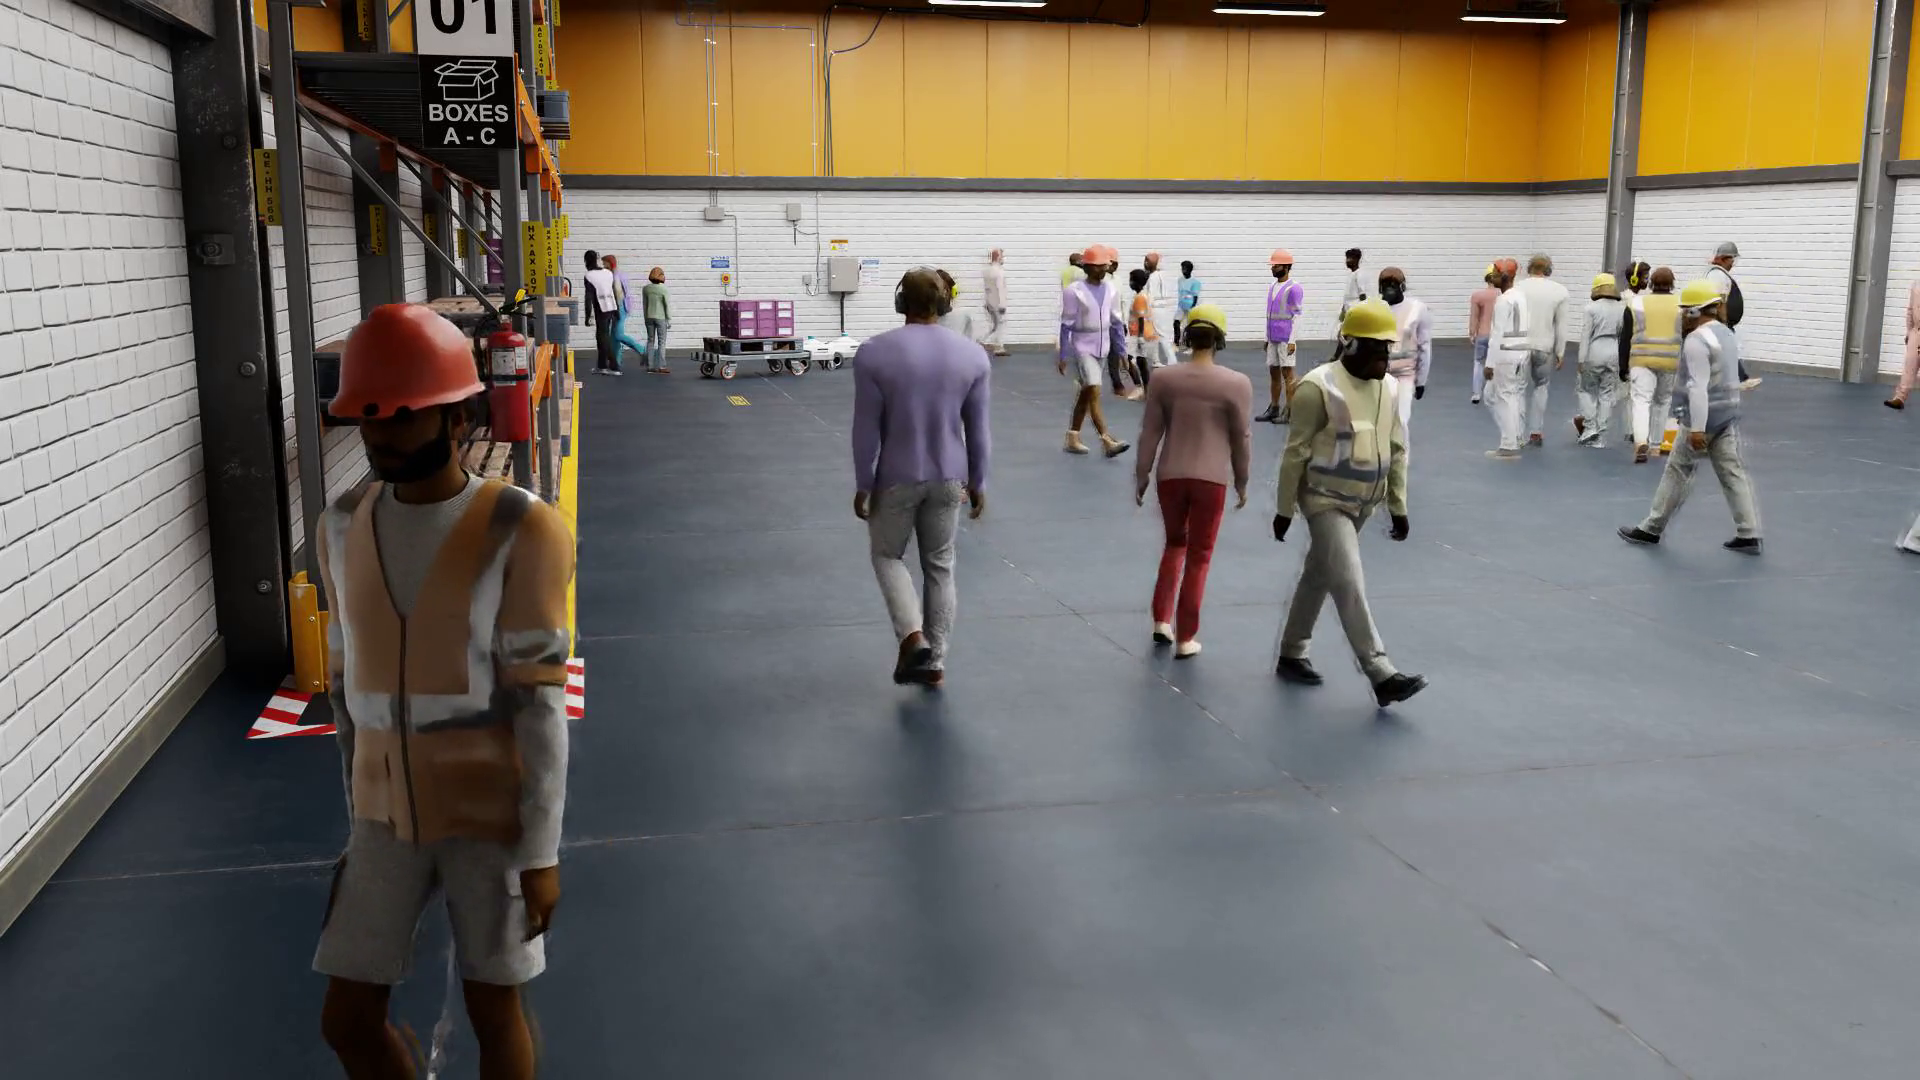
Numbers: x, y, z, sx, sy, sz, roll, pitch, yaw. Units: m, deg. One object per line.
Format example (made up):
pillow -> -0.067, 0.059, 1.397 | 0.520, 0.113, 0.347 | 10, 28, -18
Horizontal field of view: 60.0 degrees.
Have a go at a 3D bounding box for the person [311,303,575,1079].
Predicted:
person -> -0.984, 0.527, 3.117 | 0.558, 1.921, 0.470 | 2, 10, 12

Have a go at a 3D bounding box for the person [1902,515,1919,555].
person -> 6.566, -0.773, 10.478 | 1.030, 1.865, 0.601 | 6, 12, 32

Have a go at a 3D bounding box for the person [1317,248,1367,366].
person -> 6.226, -3.660, 26.351 | 1.027, 1.911, 0.625 | 0, 10, 1

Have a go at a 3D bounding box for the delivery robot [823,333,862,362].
delivery robot -> -1.841, -3.055, 26.489 | 0.707, 0.478, 0.477 | -5, 11, -26

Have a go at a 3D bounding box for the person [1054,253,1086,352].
person -> 1.925, -4.068, 28.875 | 0.698, 1.811, 0.666 | -5, 11, -25

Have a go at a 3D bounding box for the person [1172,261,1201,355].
person -> 3.968, -4.095, 29.415 | 0.665, 1.659, 0.556 | -9, 14, -41

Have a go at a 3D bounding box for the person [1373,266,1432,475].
person -> 3.486, -1.312, 13.576 | 0.629, 1.823, 0.455 | 6, 12, 29

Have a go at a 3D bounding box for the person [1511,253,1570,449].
person -> 5.633, -1.859, 16.374 | 0.625, 1.909, 0.726 | 3, 11, 14

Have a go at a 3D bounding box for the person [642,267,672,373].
person -> -4.646, -3.368, 25.526 | 0.494, 1.624, 0.280 | 4, 11, 22

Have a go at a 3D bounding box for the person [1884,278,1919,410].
person -> 11.497, -2.461, 19.812 | 0.947, 1.862, 0.679 | -6, 12, -31

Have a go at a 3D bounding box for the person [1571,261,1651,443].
person -> 6.609, -1.866, 16.653 | 0.839, 1.836, 0.536 | 2, 10, 9

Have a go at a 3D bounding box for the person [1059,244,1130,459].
person -> 1.302, -1.755, 15.557 | 0.637, 1.987, 1.028 | -7, 12, -35

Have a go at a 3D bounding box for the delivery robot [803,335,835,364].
delivery robot -> -2.306, -2.942, 25.865 | 0.707, 0.478, 0.477 | -5, 11, -26

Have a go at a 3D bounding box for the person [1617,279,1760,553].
person -> 4.887, -0.805, 10.911 | 0.623, 1.787, 0.865 | -10, 14, -43

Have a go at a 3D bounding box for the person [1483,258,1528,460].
person -> 5.057, -1.675, 15.469 | 0.442, 1.863, 0.605 | 7, 12, 32

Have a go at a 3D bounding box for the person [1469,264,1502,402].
person -> 6.577, -2.530, 20.576 | 0.546, 1.740, 0.762 | 3, 11, 17

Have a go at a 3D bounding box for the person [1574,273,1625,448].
person -> 6.310, -1.766, 16.391 | 0.518, 1.703, 0.439 | -1, 10, -7

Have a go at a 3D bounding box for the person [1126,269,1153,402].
person -> 2.235, -2.559, 20.902 | 0.456, 1.674, 0.547 | 2, 10, 8

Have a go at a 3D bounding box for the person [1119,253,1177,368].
person -> 2.946, -3.501, 25.689 | 0.977, 1.830, 0.601 | 1, 10, 7

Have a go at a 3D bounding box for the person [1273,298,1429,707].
person -> 1.756, -0.167, 7.350 | 0.607, 1.772, 0.951 | -8, 13, -38

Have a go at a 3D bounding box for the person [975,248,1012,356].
person -> 0.607, -4.158, 29.164 | 0.548, 1.886, 0.661 | -4, 11, -23

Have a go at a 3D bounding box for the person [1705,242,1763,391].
person -> 10.243, -2.973, 22.178 | 0.992, 2.000, 0.706 | 6, 12, 29

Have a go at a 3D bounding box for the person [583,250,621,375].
person -> -5.487, -3.426, 25.165 | 0.795, 1.868, 0.653 | 4, 11, 23

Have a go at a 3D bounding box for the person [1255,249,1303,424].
person -> 3.558, -2.259, 18.504 | 0.360, 1.939, 0.543 | -5, 11, -25

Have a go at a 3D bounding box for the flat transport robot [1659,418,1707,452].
flat transport robot -> 7.207, -1.032, 16.328 | 0.652, 0.197, 1.431 | 5, 11, 26

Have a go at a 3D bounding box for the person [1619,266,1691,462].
person -> 6.418, -1.620, 15.355 | 0.633, 1.810, 0.913 | 3, 11, 18

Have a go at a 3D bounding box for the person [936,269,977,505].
person -> -0.100, -1.122, 12.540 | 0.512, 1.823, 0.980 | 2, 11, 13

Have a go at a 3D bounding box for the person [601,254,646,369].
person -> -5.321, -3.604, 26.306 | 0.668, 1.809, 0.637 | -2, 10, -12

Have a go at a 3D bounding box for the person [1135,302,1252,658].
person -> 1.155, -0.287, 8.156 | 0.532, 1.741, 0.453 | 5, 12, 28

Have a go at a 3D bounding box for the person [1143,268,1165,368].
person -> 2.989, -3.561, 26.619 | 0.623, 1.608, 0.548 | 5, 11, 25

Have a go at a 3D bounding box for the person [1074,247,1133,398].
person -> 1.886, -2.856, 21.782 | 0.979, 1.958, 0.622 | 8, 13, 38

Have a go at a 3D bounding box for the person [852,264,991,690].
person -> -0.163, -0.259, 7.450 | 0.641, 1.928, 0.510 | -3, 11, -15
